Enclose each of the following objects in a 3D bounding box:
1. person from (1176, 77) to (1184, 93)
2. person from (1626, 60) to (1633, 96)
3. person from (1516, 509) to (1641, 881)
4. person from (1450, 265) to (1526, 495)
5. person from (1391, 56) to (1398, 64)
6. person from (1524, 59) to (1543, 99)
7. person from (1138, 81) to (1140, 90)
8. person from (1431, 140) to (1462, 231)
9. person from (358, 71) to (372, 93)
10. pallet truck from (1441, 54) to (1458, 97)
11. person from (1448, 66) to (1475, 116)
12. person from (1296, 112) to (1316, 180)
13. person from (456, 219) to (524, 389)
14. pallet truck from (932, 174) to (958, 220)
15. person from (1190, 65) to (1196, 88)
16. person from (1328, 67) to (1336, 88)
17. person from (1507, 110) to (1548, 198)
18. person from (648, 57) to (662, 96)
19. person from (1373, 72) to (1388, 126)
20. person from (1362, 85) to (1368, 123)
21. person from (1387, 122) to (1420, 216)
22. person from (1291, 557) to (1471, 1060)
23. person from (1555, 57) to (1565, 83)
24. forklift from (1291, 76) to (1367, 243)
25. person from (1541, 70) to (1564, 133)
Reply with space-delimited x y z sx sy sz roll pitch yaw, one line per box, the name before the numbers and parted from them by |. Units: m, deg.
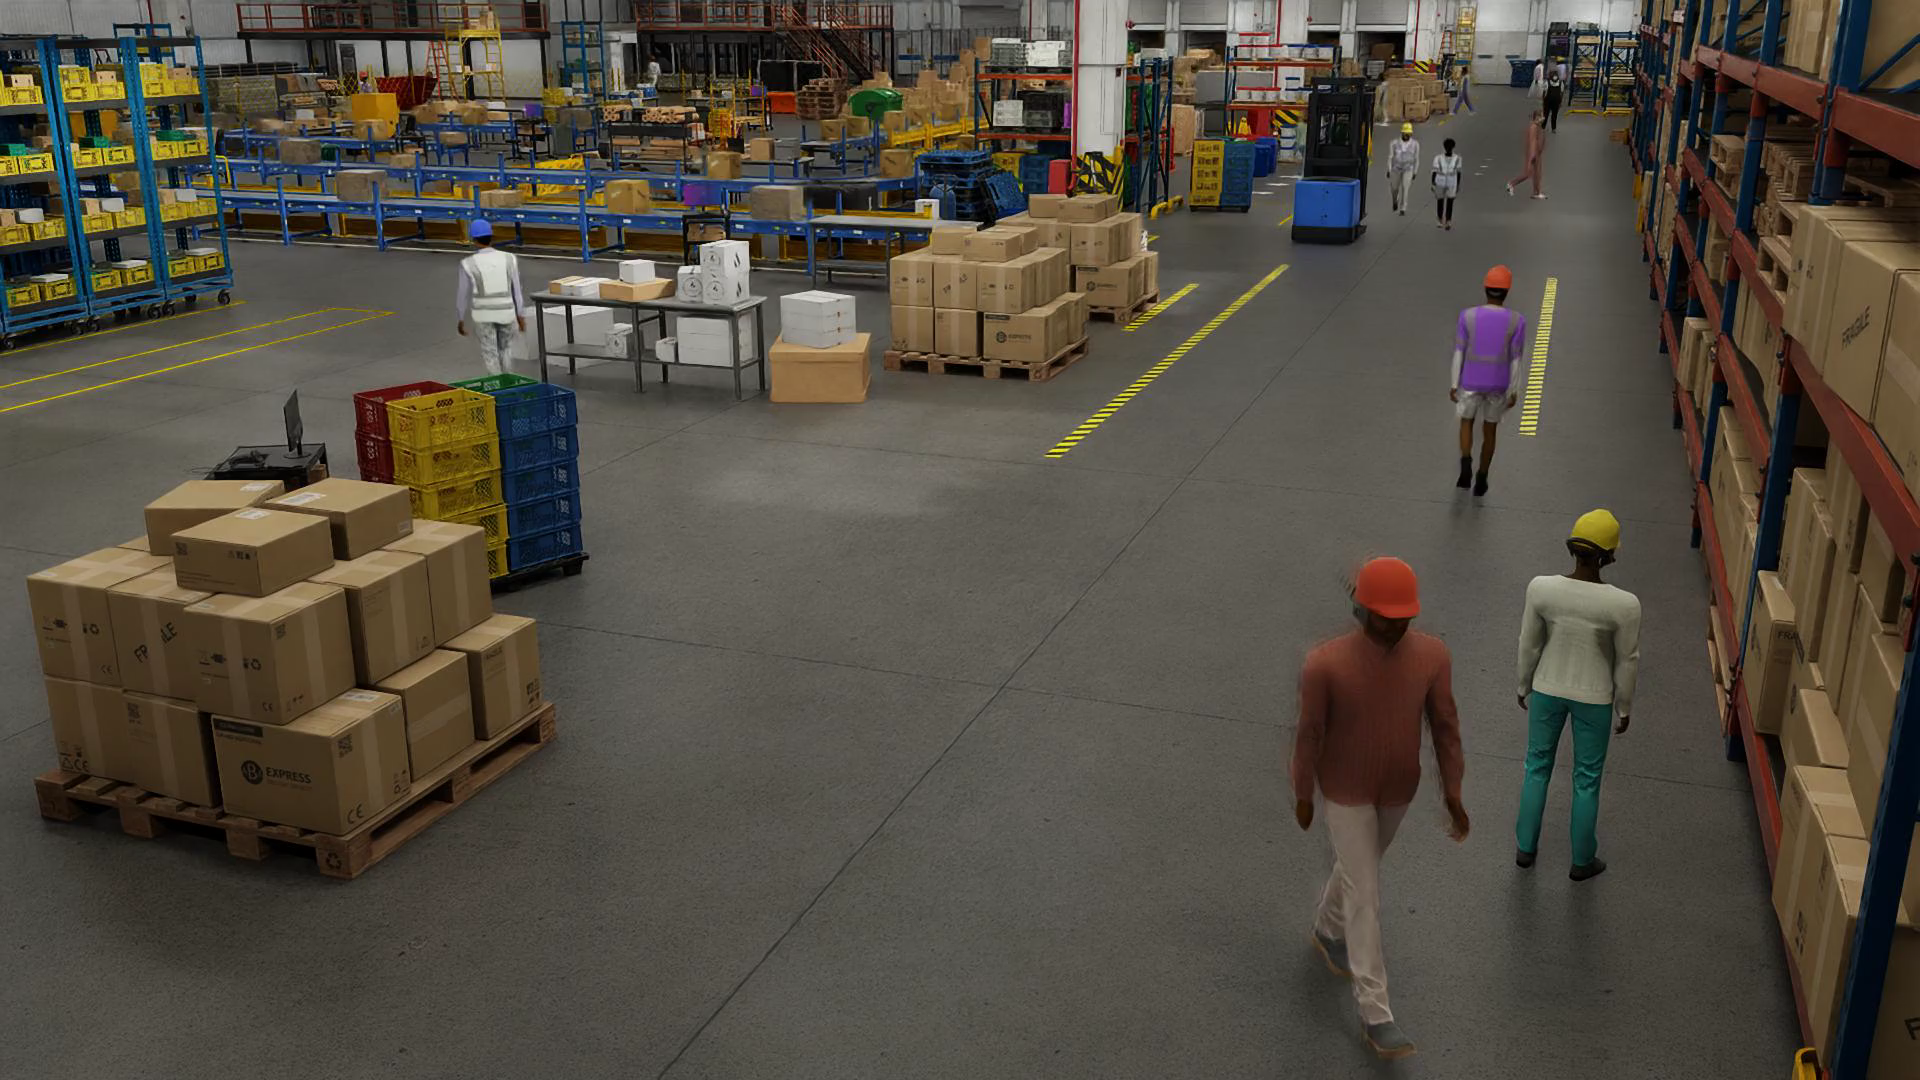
person | 7.598 -15.105 57.485 0.775 1.731 0.540 2 18 7
person | 32.103 -22.104 79.527 0.535 1.699 0.318 -14 22 -37
person | 2.852 0.713 7.723 0.530 1.767 0.328 12 21 34
person | 4.384 -1.320 13.846 0.570 1.924 0.421 6 19 19
person | 22.556 -24.298 86.431 0.893 1.700 0.503 -11 21 -31
person | 26.464 -21.186 76.491 0.953 1.786 0.639 14 23 38
person | 9.197 -24.032 85.184 0.405 1.943 0.615 3 18 10
person | 9.003 -6.579 30.822 0.543 1.643 0.894 4 18 13
person | -19.389 -14.260 54.320 0.374 2.043 0.612 -13 22 -35
pallet truck | 22.765 -21.886 78.355 0.823 1.965 1.885 -4 18 -14
person | 19.520 -17.348 64.313 1.004 1.874 0.610 4 18 13
person | 8.364 -9.509 40.142 0.500 1.584 0.896 16 23 40
person | -4.810 -2.289 16.880 0.644 1.927 0.706 -12 21 -34
pallet truck | -0.507 -5.292 27.348 0.653 1.274 1.630 6 19 19
person | 9.220 -17.949 66.265 0.862 1.835 0.517 -1 18 -4
person | 16.131 -19.759 72.003 0.526 1.808 0.957 -17 24 -42
person | 12.373 -8.354 36.022 0.791 1.885 0.651 10 20 28
person | -14.638 -22.171 79.537 0.584 1.835 1.001 6 19 17
person | 14.780 -15.513 58.577 0.802 1.839 0.550 1 18 3
person | 12.603 -13.317 51.835 0.525 1.745 0.621 -7 19 -21
person | 8.795 -7.369 33.032 0.610 1.818 0.555 5 18 16
person | 1.654 0.992 6.565 0.622 1.941 1.021 -5 18 -14
person | 27.240 -21.050 75.909 0.607 1.878 0.953 -12 21 -33
forklift | 6.598 -6.755 29.381 1.129 2.768 1.873 6 19 19
person | 19.737 -14.594 55.374 0.676 2.000 0.536 3 18 8
